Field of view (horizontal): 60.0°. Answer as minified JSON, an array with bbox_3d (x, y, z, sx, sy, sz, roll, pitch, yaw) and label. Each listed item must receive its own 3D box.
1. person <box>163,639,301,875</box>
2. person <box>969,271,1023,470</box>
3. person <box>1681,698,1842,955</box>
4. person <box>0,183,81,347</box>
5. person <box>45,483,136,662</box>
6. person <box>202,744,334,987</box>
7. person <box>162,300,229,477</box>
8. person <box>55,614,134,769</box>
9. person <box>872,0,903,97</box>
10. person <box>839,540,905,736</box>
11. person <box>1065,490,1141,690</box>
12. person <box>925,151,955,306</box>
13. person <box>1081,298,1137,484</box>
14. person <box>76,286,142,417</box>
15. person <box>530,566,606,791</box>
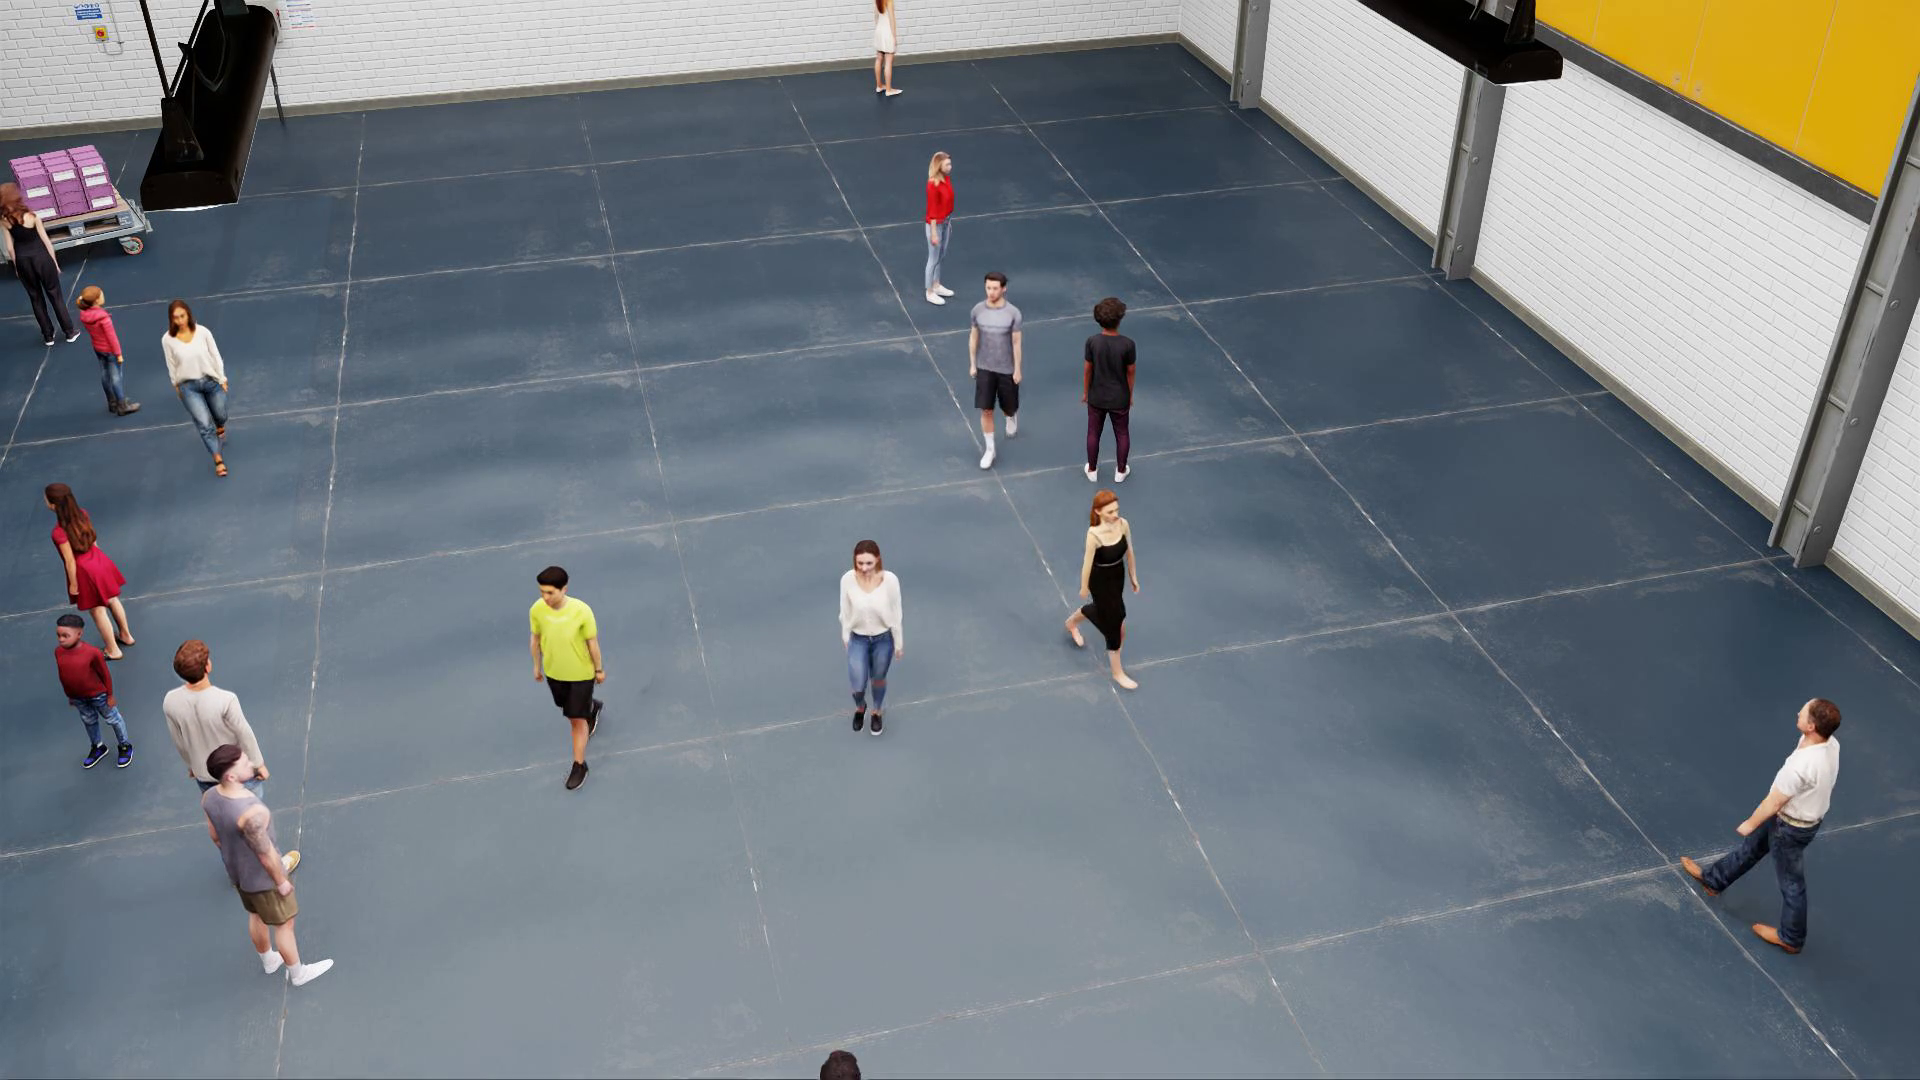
[{"bbox_3d":[-4.698,1.447,10.614,0.730,1.902,0.669,1,34,1],"label":"person"},{"bbox_3d":[0.372,-1.611,15.269,0.980,1.842,1.132,10,35,14],"label":"person"},{"bbox_3d":[5.171,1.799,10.159,1.022,1.819,1.227,-29,43,-36],"label":"person"},{"bbox_3d":[-9.594,-2.855,17.230,0.569,1.743,0.507,-9,35,-13],"label":"person"},{"bbox_3d":[-6.692,0.229,12.762,0.715,1.553,0.651,6,34,8],"label":"person"},{"bbox_3d":[-4.225,1.966,9.980,0.719,1.840,0.794,18,38,25],"label":"person"},{"bbox_3d":[-6.931,-1.438,15.170,0.718,1.664,0.971,-14,36,-20],"label":"person"},{"bbox_3d":[-6.172,1.054,11.789,0.557,1.256,0.567,1,34,1],"label":"person"},{"bbox_3d":[-1.076,-7.287,23.926,0.692,1.711,0.584,-24,40,-31],"label":"person"},{"bbox_3d":[-0.631,0.669,11.987,0.677,1.678,0.657,0,34,0],"label":"person"},{"bbox_3d":[1.052,0.288,12.646,0.898,1.584,1.155,-27,42,-35],"label":"person"},{"bbox_3d":[-0.229,-3.416,18.108,0.751,1.704,0.666,14,36,20],"label":"person"},{"bbox_3d":[1.332,-1.329,14.901,0.709,1.780,0.694,4,34,6],"label":"person"},{"bbox_3d":[-8.270,-1.834,16.081,0.573,1.314,0.640,19,38,27],"label":"person"},{"bbox_3d":[-2.728,0.848,11.719,0.962,1.676,1.188,7,34,11],"label":"person"}]
